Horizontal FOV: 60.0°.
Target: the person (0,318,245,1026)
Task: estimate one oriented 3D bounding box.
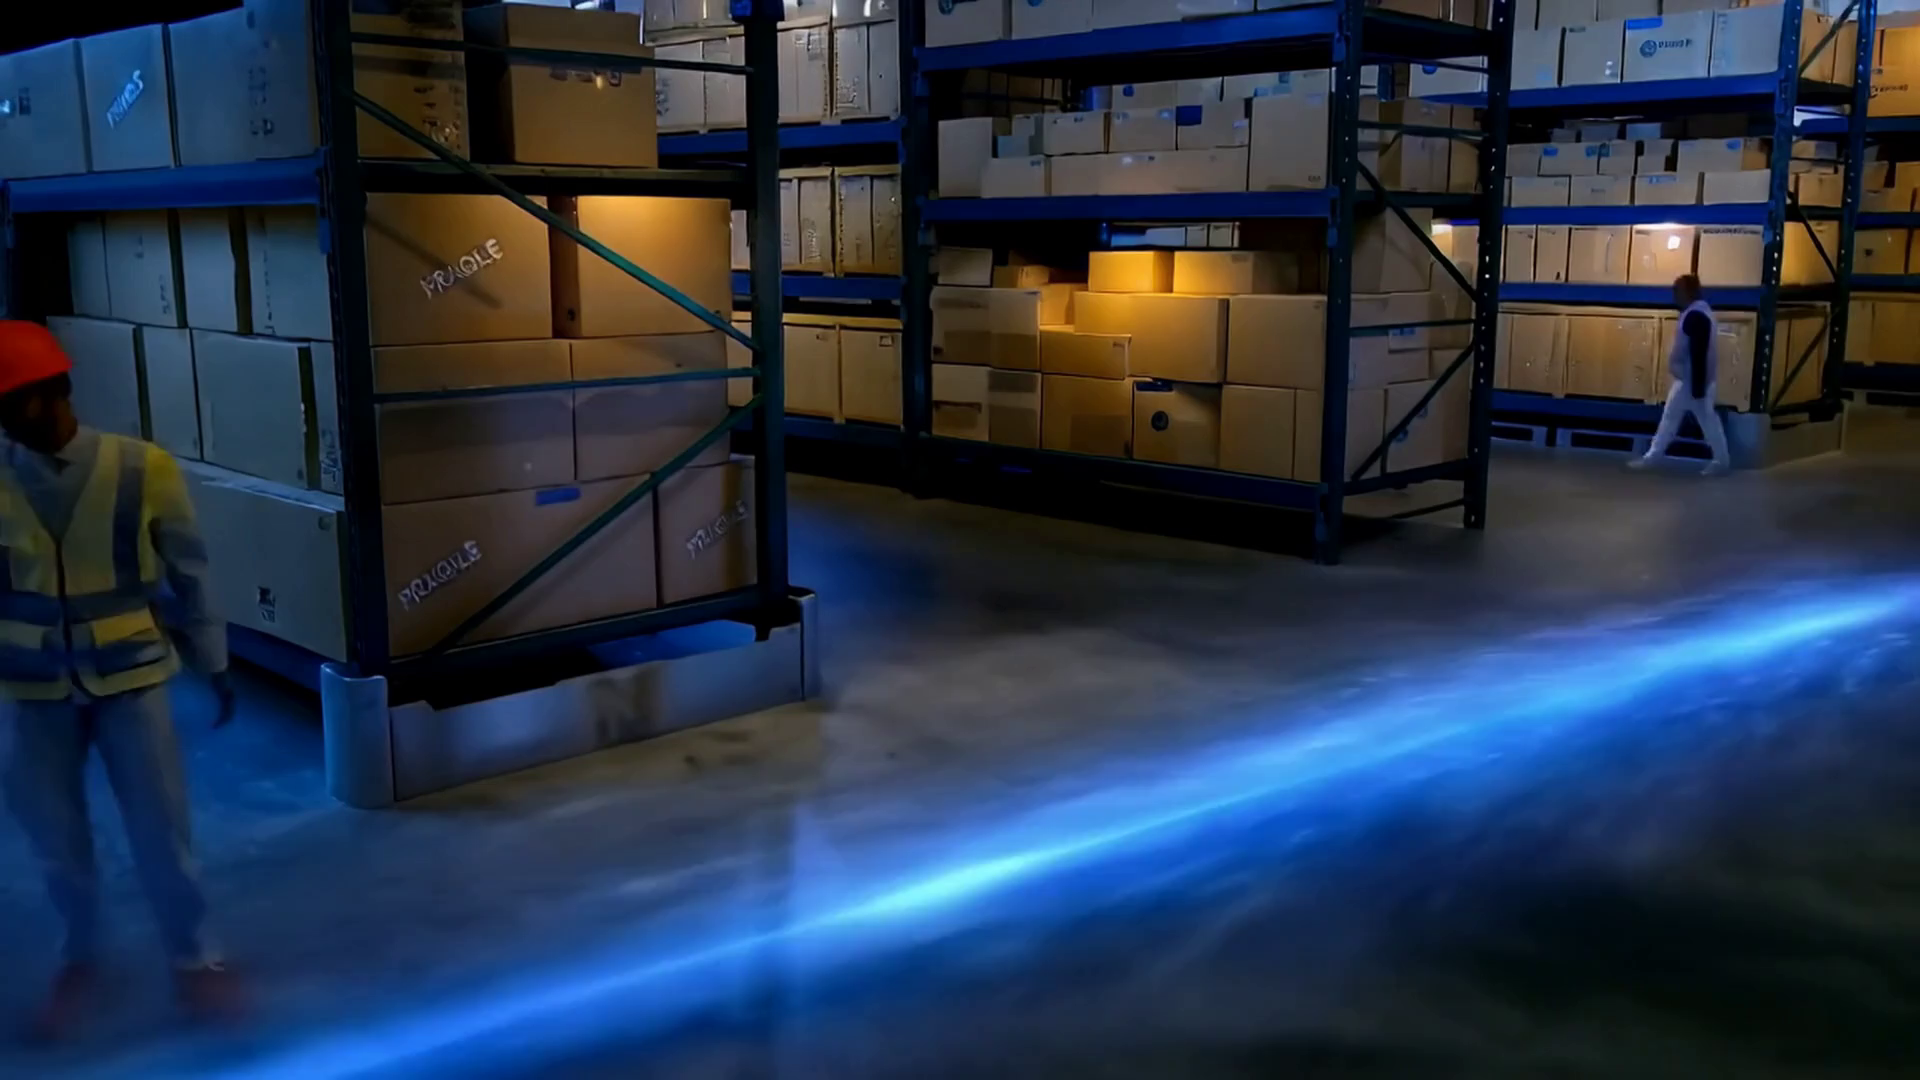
[{"bbox_3d":[-2.322,0.372,4.442,0.682,1.924,0.431,-4,11,-19],"label":"person"}]

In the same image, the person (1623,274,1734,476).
[{"bbox_3d":[6.473,-1.452,14.754,0.922,1.792,0.648,5,12,26],"label":"person"}]
